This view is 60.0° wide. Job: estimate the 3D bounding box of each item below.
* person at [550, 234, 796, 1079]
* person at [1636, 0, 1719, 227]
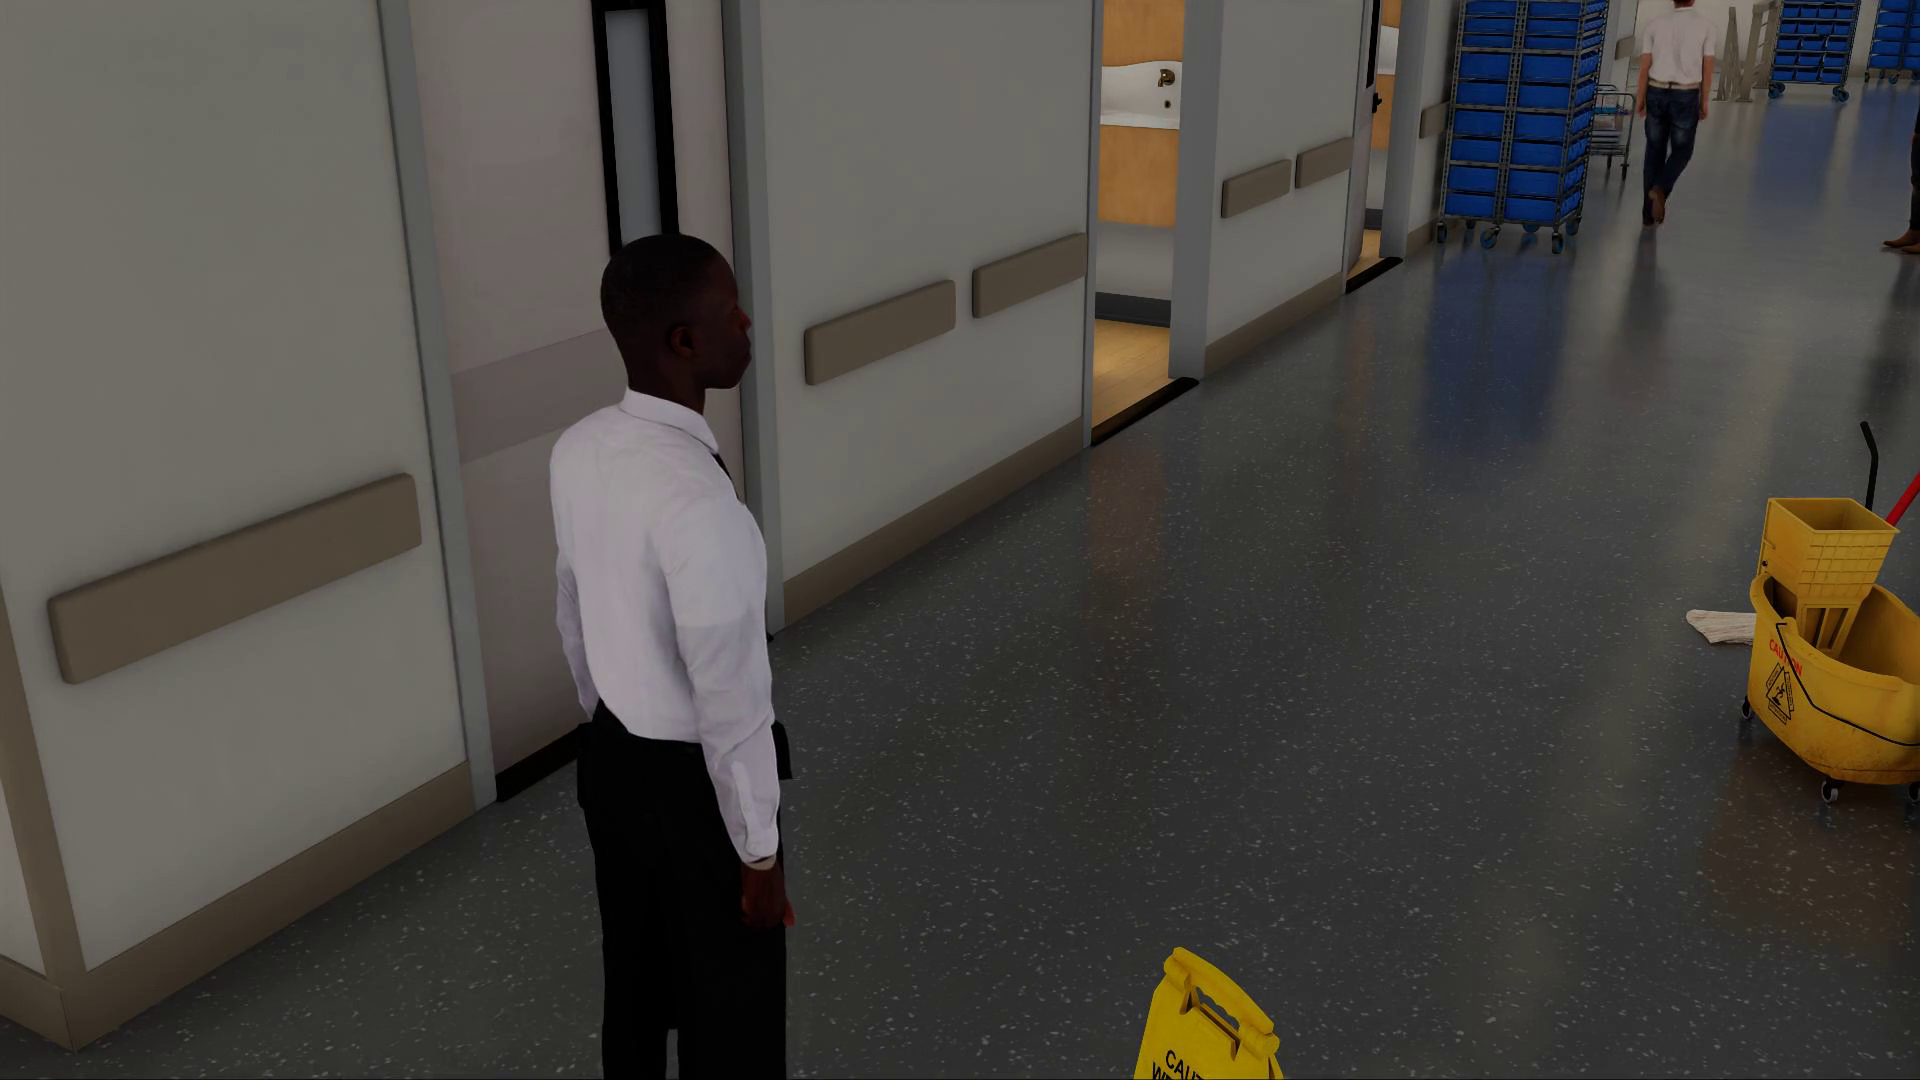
[{"bbox_3d":[-0.459,0.426,2.694,0.670,1.834,0.715,-16,26,-36],"label":"person"},{"bbox_3d":[5.270,-3.237,12.358,0.663,1.838,0.913,12,24,29],"label":"person"}]
